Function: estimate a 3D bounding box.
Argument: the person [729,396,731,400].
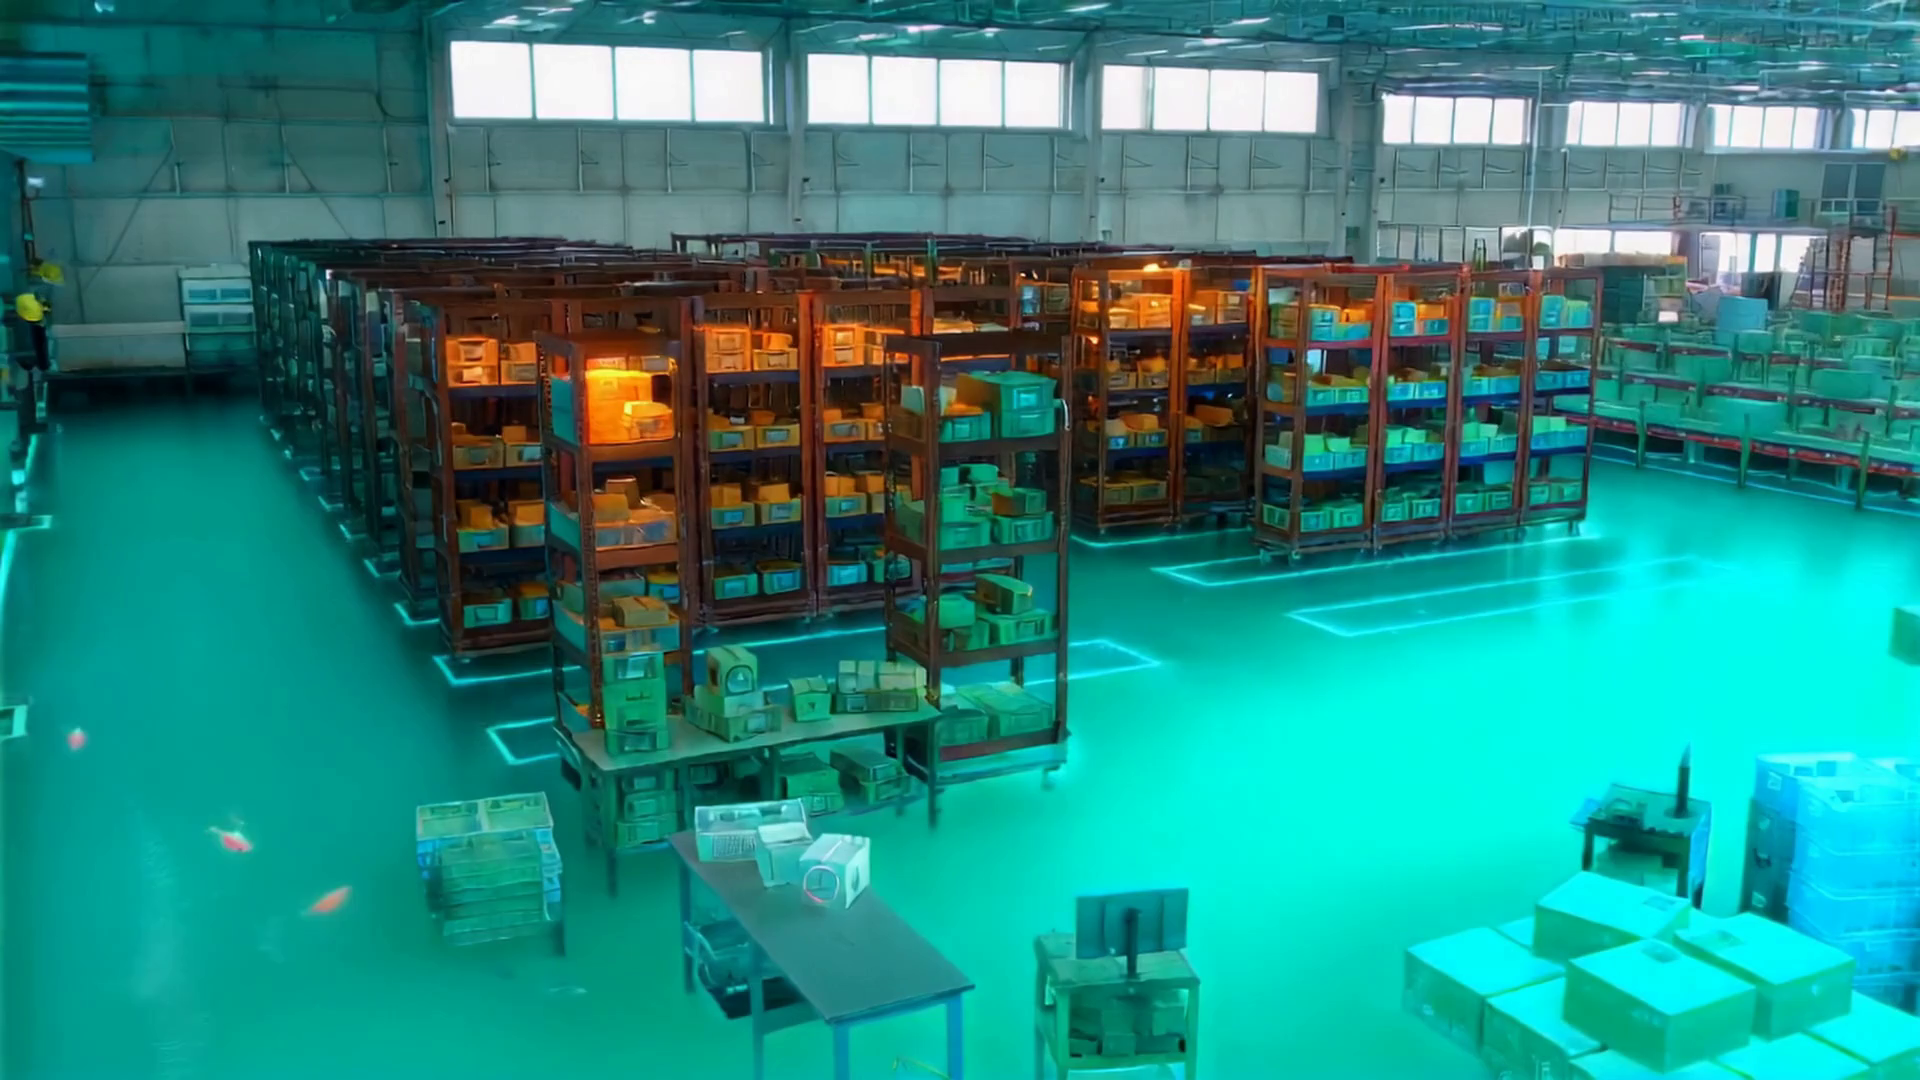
[{"bbox_3d":[-4.503,-2.889,31.142,0.643,1.979,0.550,0,12,-2],"label":"person"}]

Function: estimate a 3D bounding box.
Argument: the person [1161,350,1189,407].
[{"bbox_3d":[4.582,-3.814,35.368,0.634,2.022,0.547,0,12,1],"label":"person"}]

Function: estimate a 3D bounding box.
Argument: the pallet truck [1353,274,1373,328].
[{"bbox_3d":[13.011,-8.050,55.243,0.823,1.965,1.885,-7,14,-28],"label":"pallet truck"}]
